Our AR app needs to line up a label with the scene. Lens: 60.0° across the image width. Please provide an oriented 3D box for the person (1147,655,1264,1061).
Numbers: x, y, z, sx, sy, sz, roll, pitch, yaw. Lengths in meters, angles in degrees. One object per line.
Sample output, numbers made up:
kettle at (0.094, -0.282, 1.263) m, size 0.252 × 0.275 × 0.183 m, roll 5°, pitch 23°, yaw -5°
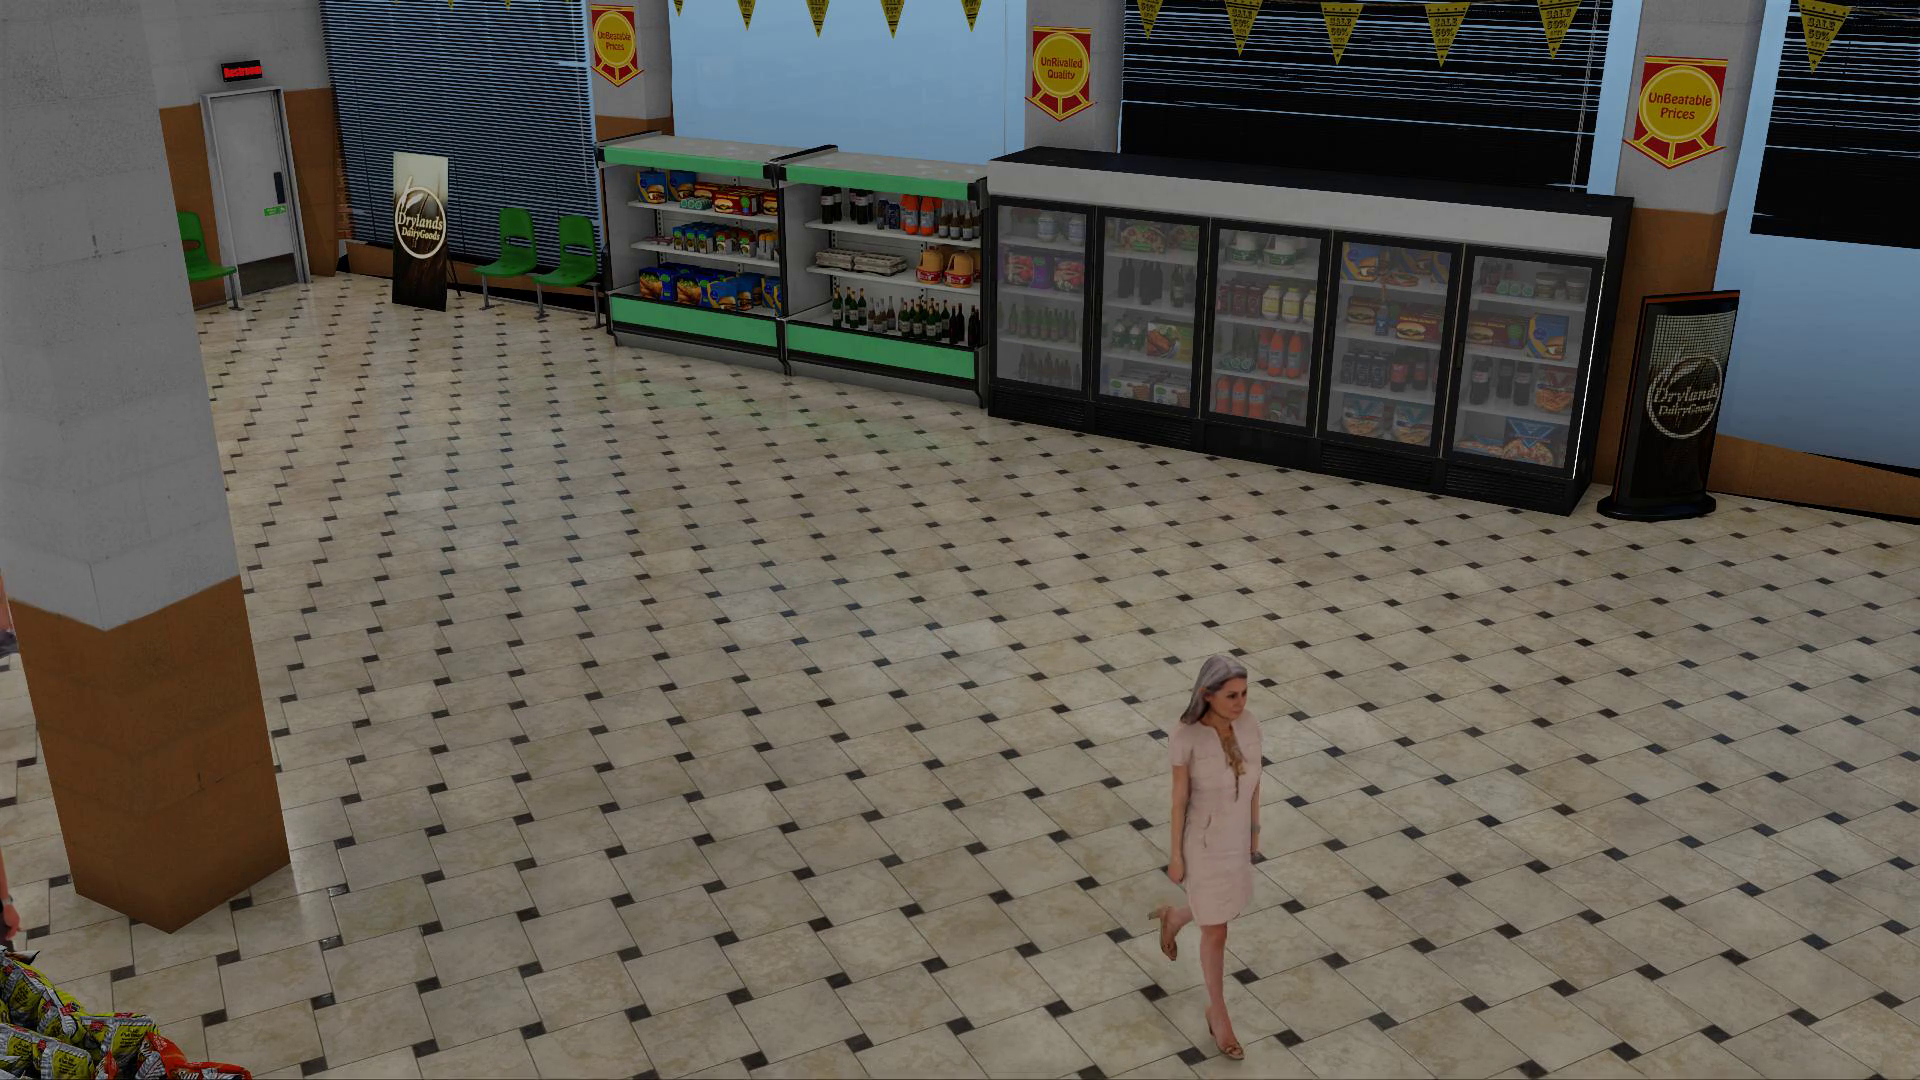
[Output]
person at (1.007, 1.253, 6.888) m, size 0.907 × 1.718 × 1.077 m, roll -12°, pitch 25°, yaw -27°
